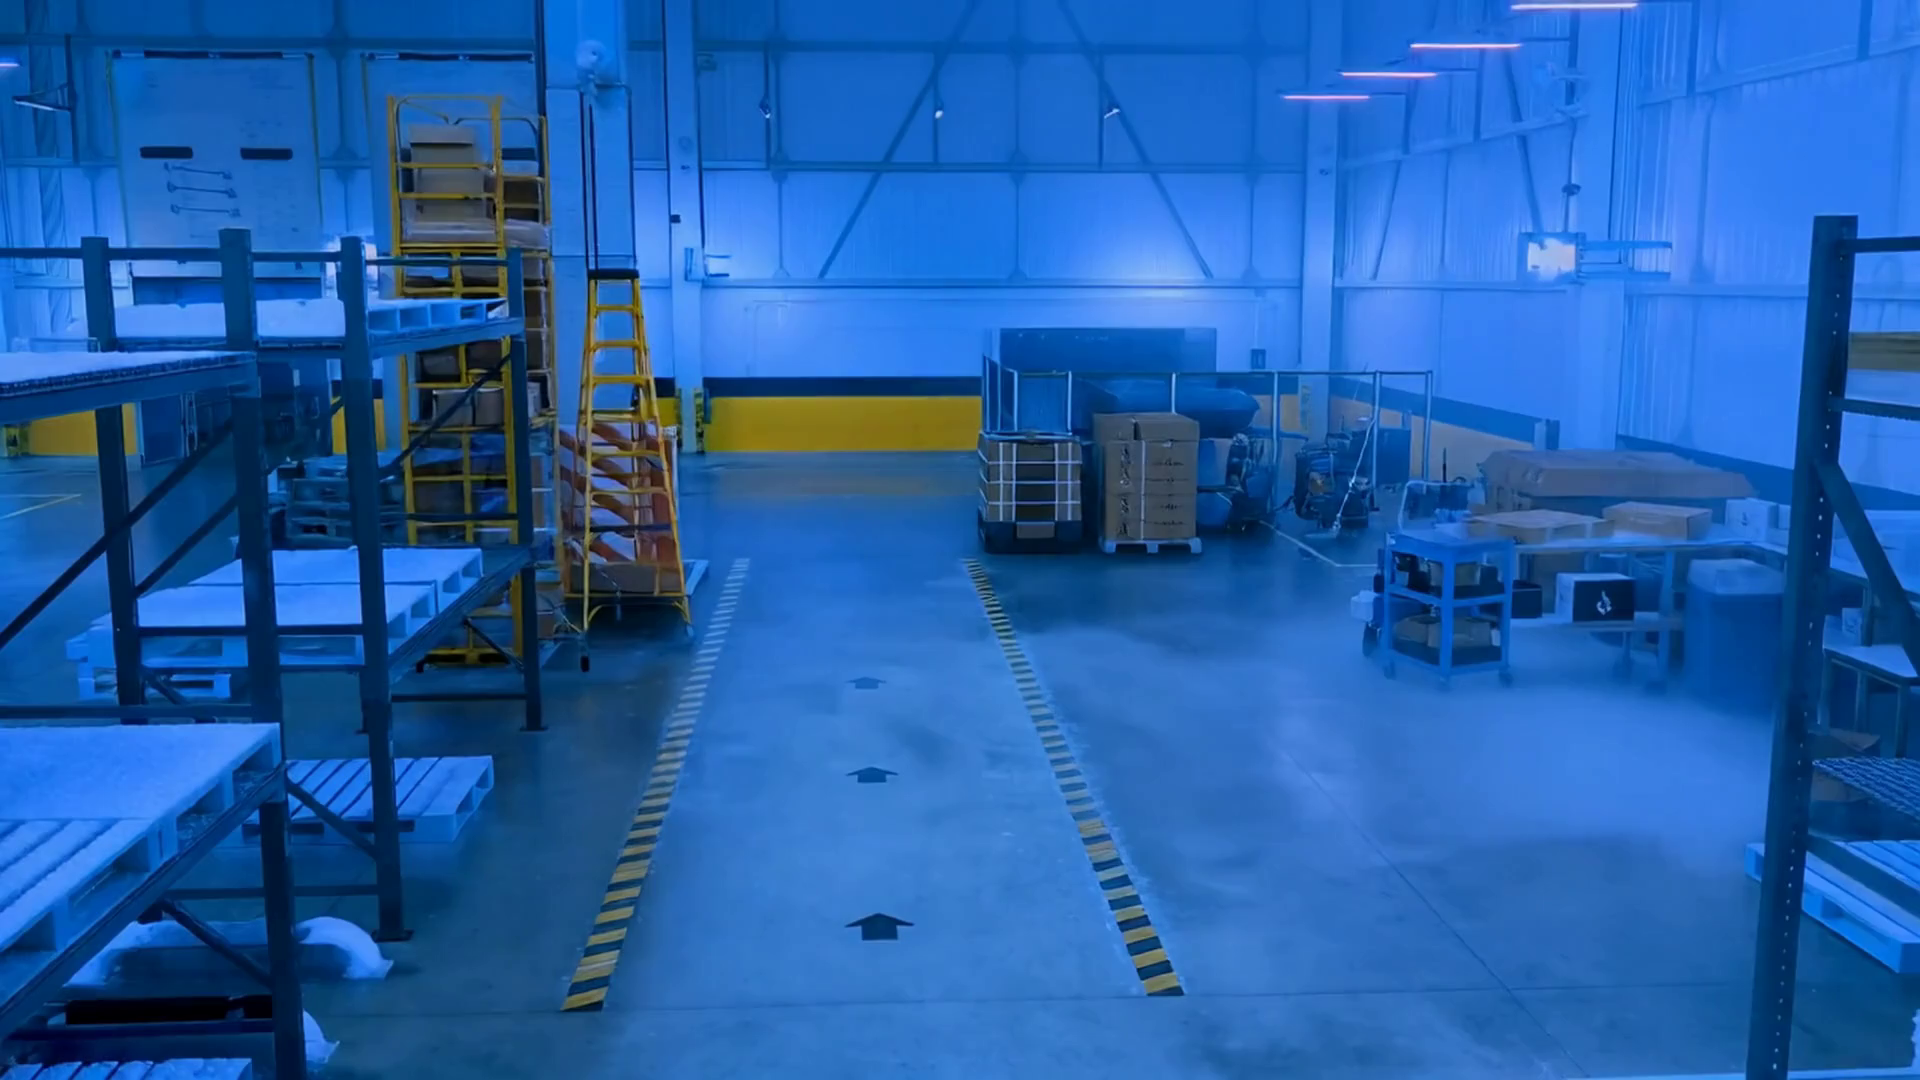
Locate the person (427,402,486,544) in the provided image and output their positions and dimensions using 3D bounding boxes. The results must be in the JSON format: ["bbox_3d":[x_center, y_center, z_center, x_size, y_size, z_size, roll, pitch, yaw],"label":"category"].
[{"bbox_3d":[-5.003,-0.540,16.315,0.793,1.665,0.532,-2,9,-13],"label":"person"}]

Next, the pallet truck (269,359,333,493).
[{"bbox_3d":[-7.062,-1.131,18.996,1.885,1.965,0.823,2,9,13],"label":"pallet truck"}]
